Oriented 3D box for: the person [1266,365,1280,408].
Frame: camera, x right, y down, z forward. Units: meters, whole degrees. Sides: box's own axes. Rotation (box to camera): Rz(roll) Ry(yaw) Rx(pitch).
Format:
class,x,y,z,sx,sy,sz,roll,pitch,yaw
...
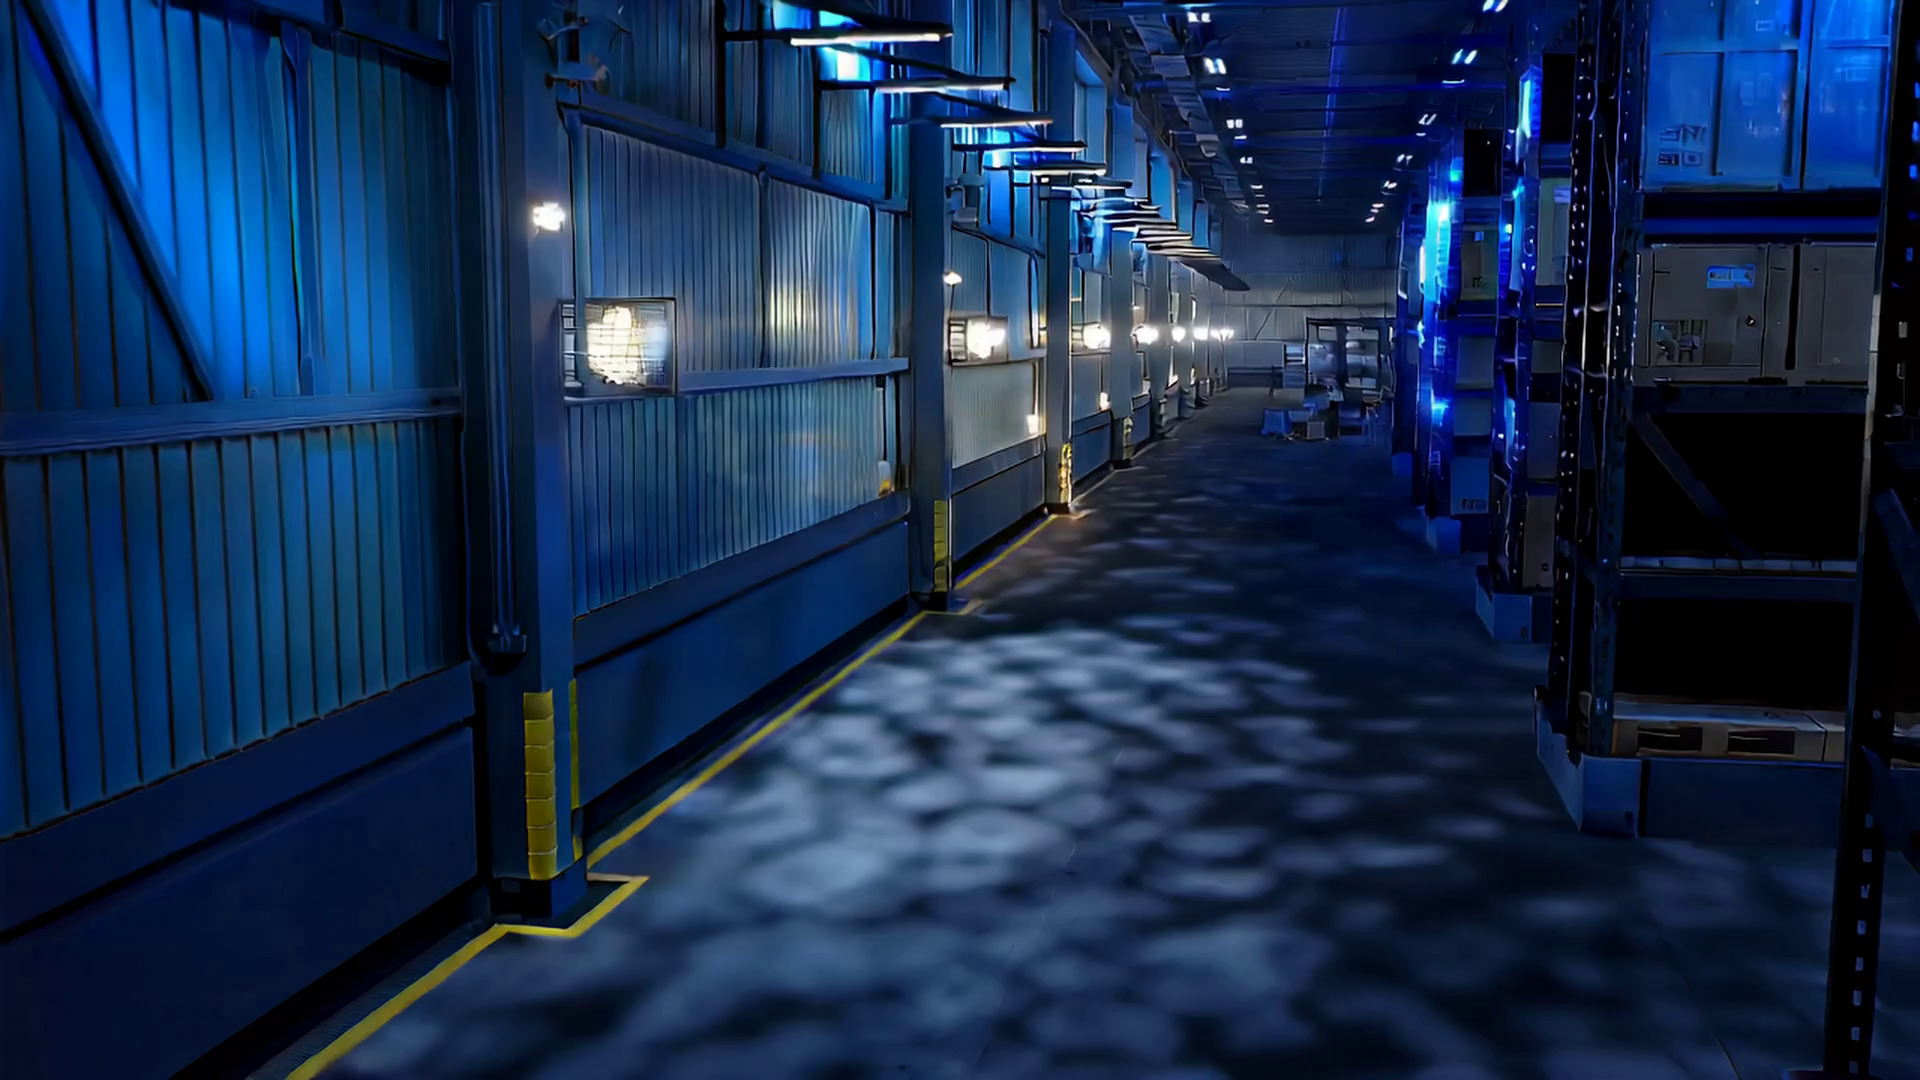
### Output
class,x,y,z,sx,sy,sz,roll,pitch,yaw
person,12.878,-6.308,68.415,0.585,1.737,0.376,2,7,18
